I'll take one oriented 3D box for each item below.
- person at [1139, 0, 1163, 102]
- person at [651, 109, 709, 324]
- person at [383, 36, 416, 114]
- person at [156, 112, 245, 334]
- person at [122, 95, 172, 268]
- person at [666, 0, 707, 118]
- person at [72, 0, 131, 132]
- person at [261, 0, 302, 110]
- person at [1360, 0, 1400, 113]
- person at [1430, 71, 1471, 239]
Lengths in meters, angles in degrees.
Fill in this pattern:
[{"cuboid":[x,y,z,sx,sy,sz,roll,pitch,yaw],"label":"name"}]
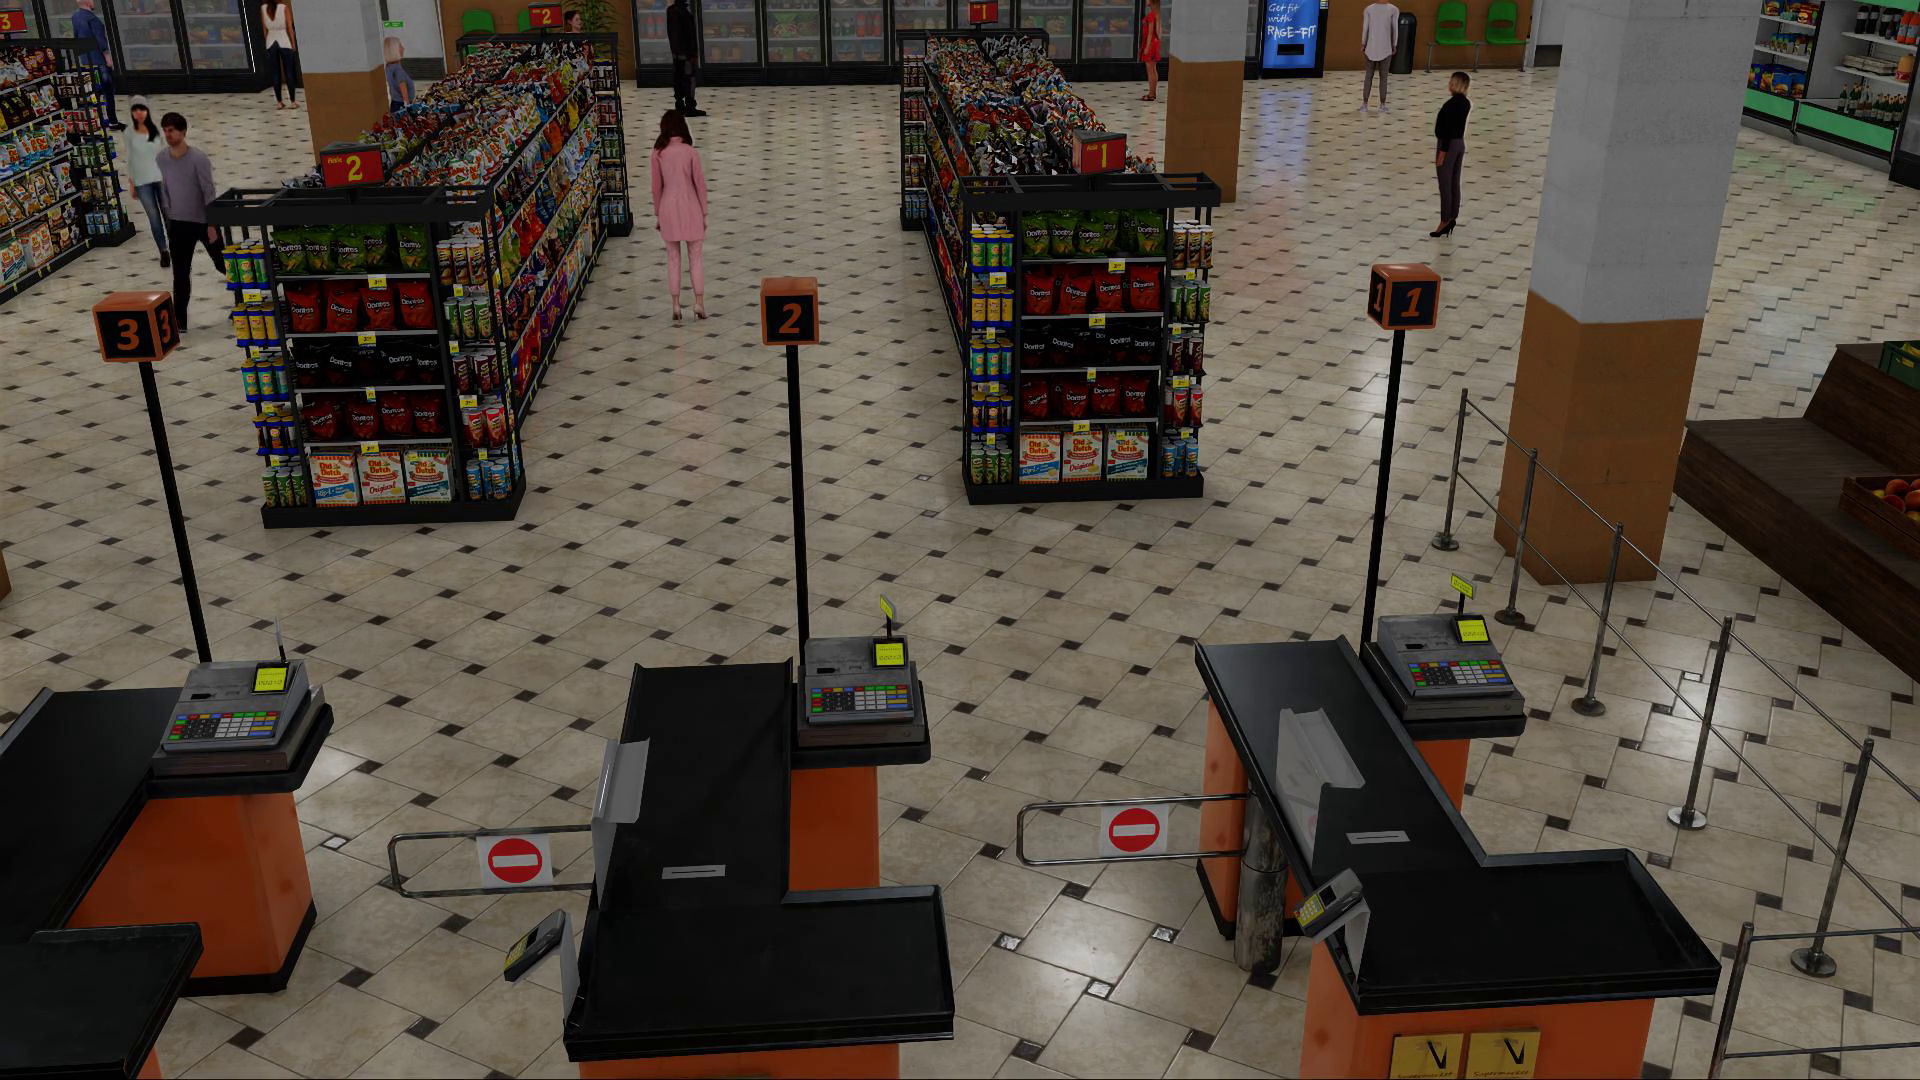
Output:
[{"cuboid":[2.925,-7.529,25.365,0.706,1.593,0.600,8,25,17],"label":"person"},{"cuboid":[-2.388,-2.754,14.192,0.626,1.802,0.537,0,24,0],"label":"person"},{"cuboid":[-6.502,-4.963,19.341,0.712,1.722,0.605,-16,28,-32],"label":"person"},{"cuboid":[-6.364,-2.665,14.005,0.920,1.790,1.260,5,24,11],"label":"person"},{"cuboid":[-7.762,-3.450,15.994,0.648,1.633,0.666,-9,25,-19],"label":"person"},{"cuboid":[-4.014,-7.069,24.024,0.850,1.826,0.767,-21,31,-40],"label":"person"},{"cuboid":[-11.899,-6.590,22.931,0.806,1.825,0.785,11,26,23],"label":"person"},{"cuboid":[-10.071,-7.294,24.593,0.581,1.782,0.524,-4,24,-8],"label":"person"},{"cuboid":[6.140,-7.227,24.367,0.744,1.840,0.700,7,25,15],"label":"person"},{"cuboid":[5.061,-3.968,17.131,0.740,1.671,0.679,18,30,36],"label":"person"}]
